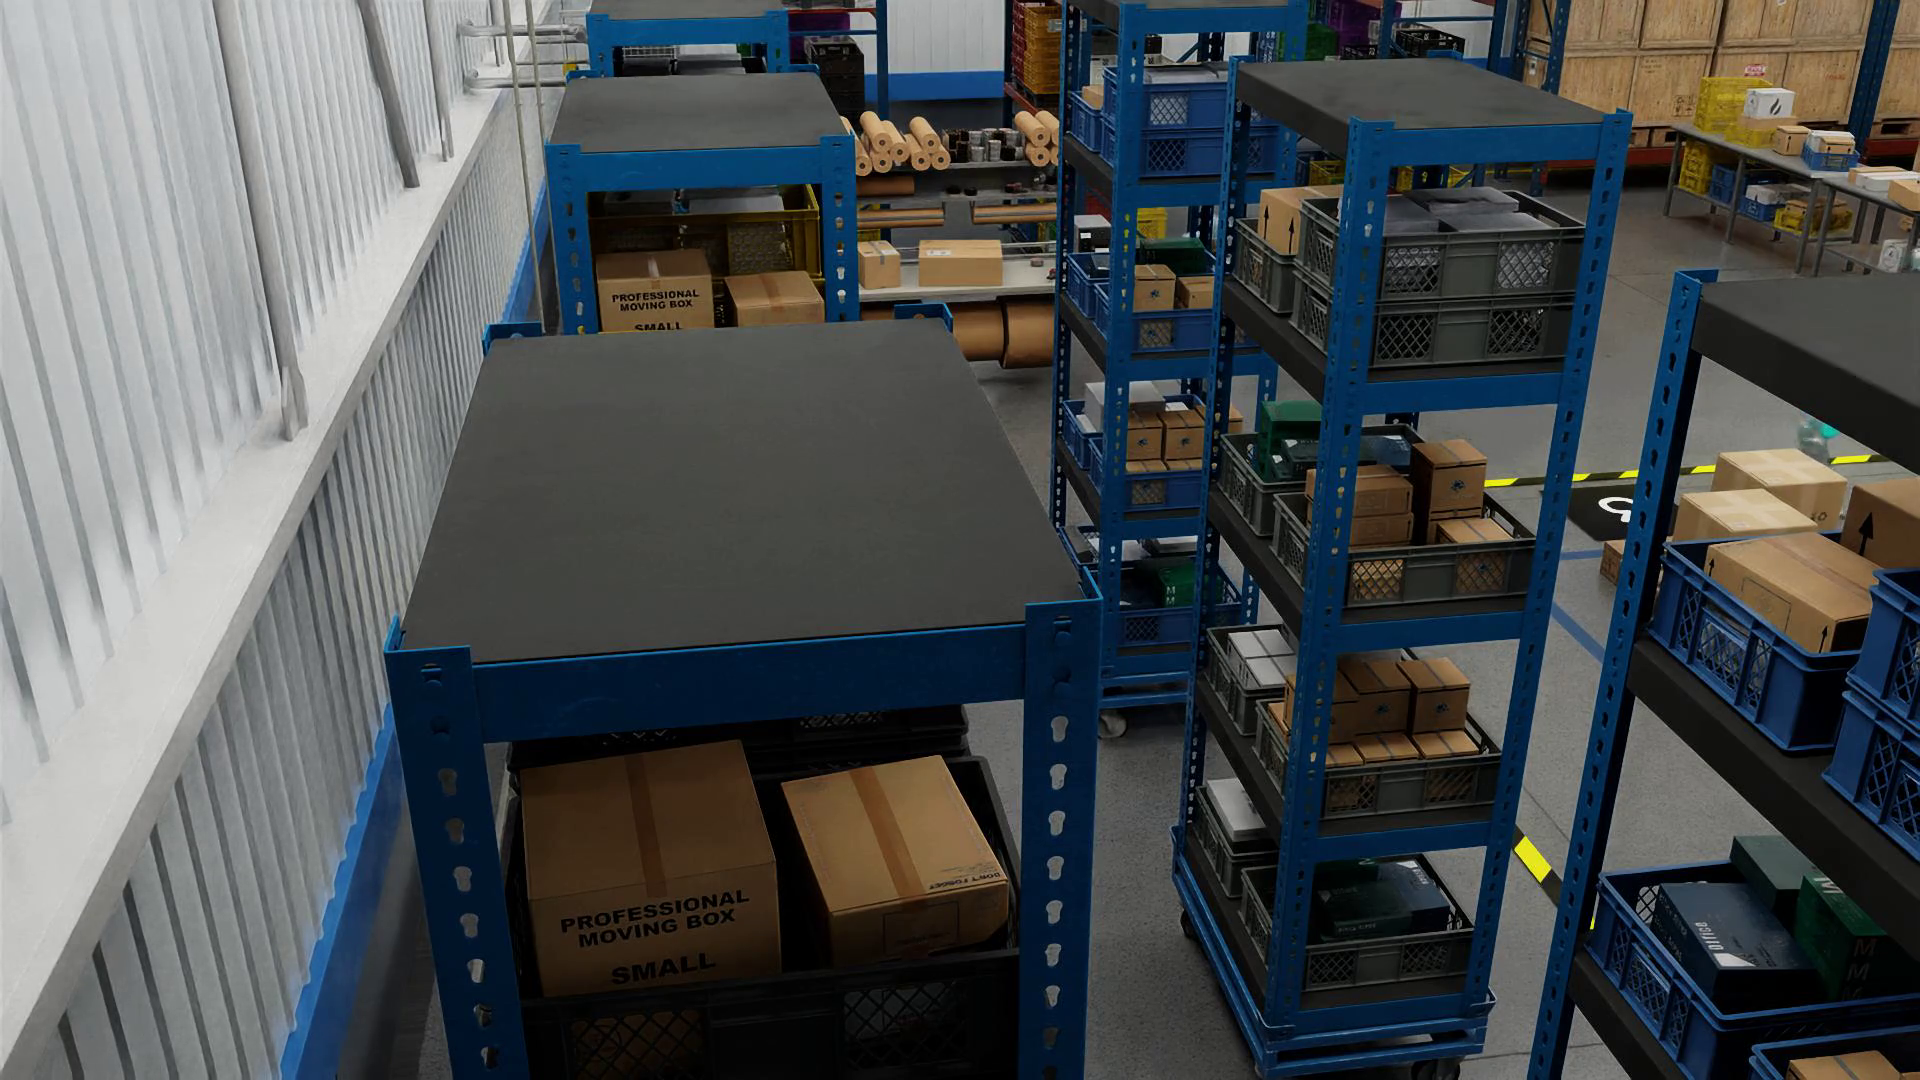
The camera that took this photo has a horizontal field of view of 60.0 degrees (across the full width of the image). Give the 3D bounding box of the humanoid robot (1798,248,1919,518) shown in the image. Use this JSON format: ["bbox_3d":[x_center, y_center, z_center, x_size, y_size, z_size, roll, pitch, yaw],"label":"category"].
[{"bbox_3d":[5.804,-1.019,10.760,0.783,1.754,0.588,4,25,9],"label":"humanoid robot"}]

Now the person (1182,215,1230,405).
[{"bbox_3d":[1.647,-1.261,11.146,0.384,1.849,0.596,-3,25,-6],"label":"person"}]
